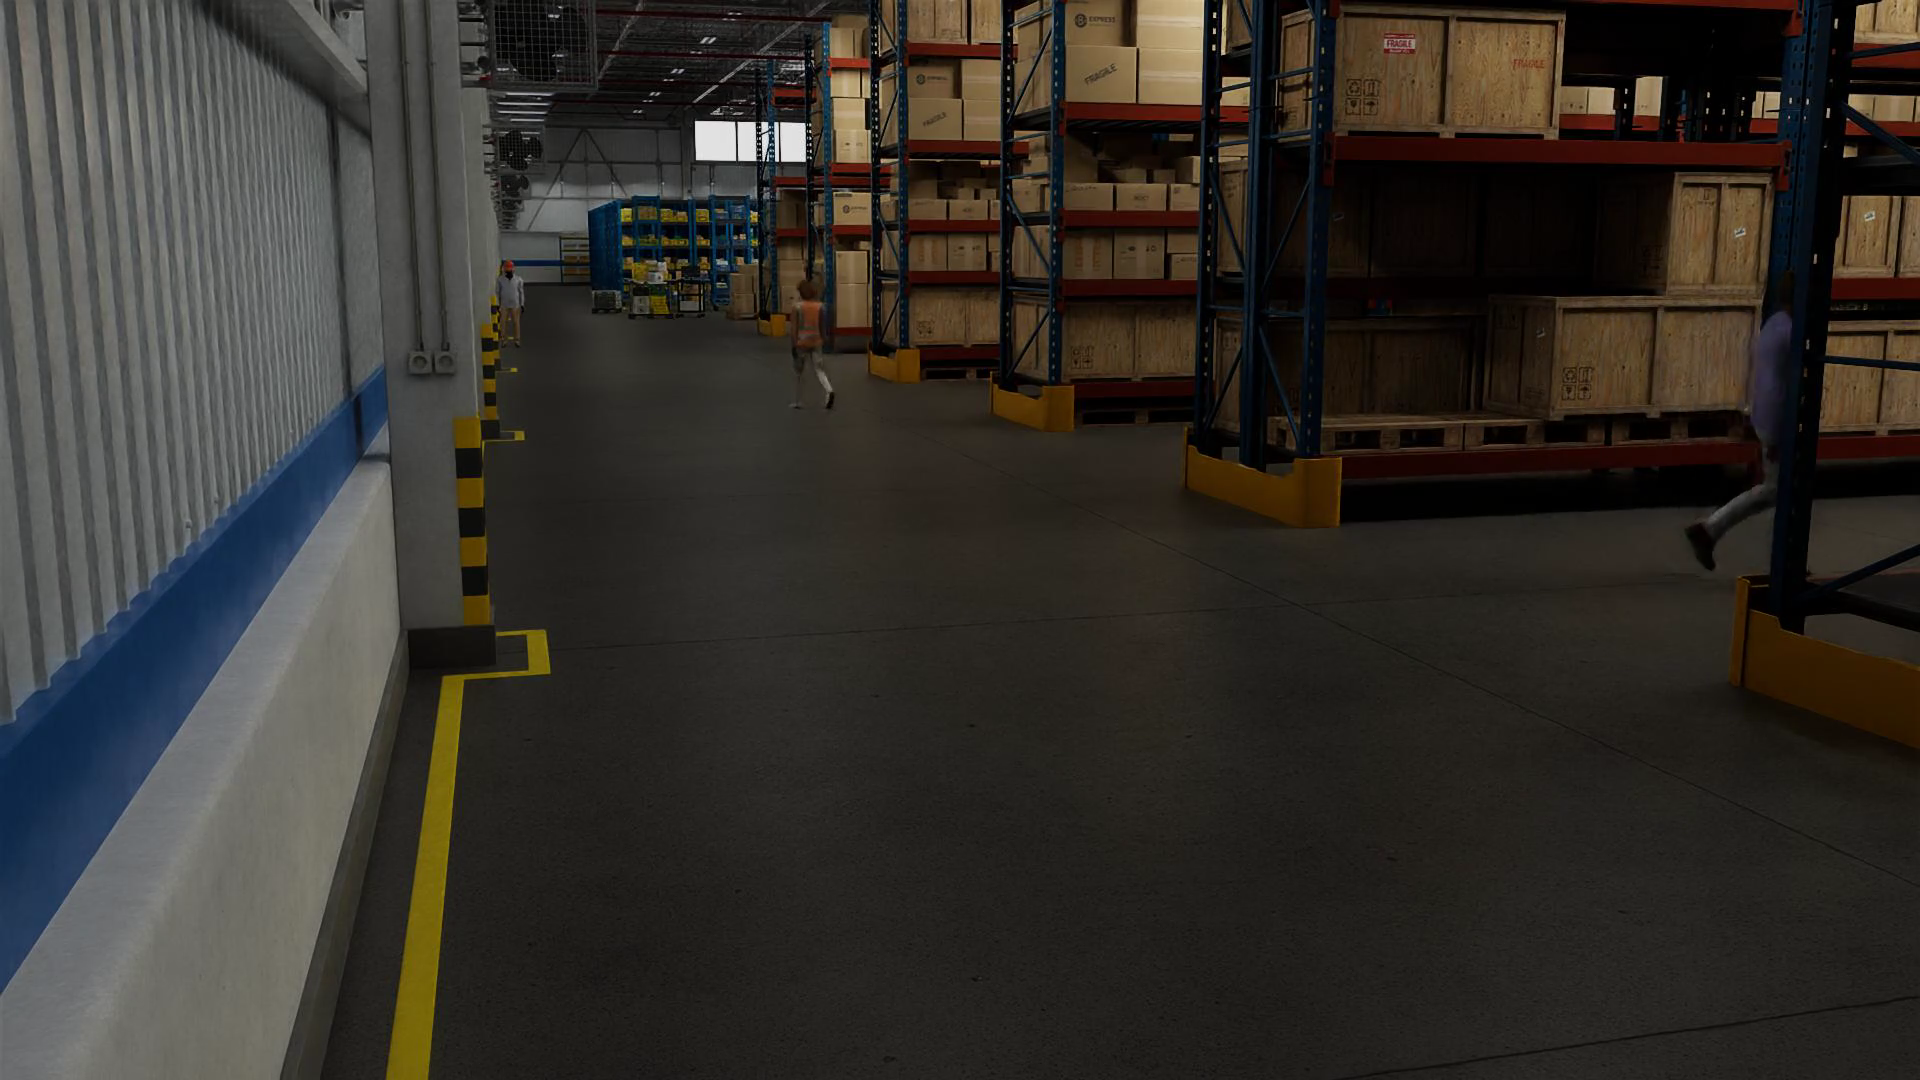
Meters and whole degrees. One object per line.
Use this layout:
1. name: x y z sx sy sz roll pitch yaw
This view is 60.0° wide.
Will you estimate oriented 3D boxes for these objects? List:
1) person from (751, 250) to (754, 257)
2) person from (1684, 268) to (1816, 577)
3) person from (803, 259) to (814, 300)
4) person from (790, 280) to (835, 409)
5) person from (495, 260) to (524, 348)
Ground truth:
1. person: -10.055 -13.167 80.927 0.634 1.828 0.522 -10 14 -43
2. person: 4.807 -0.664 9.875 0.768 1.916 0.636 5 11 27
3. person: -3.330 -5.294 36.574 0.735 1.740 0.526 -1 10 -8
4. person: -1.847 -2.414 20.648 0.525 1.616 0.718 -7 12 -35
5. person: -9.007 -4.715 33.285 0.560 1.743 0.334 -3 10 -17
